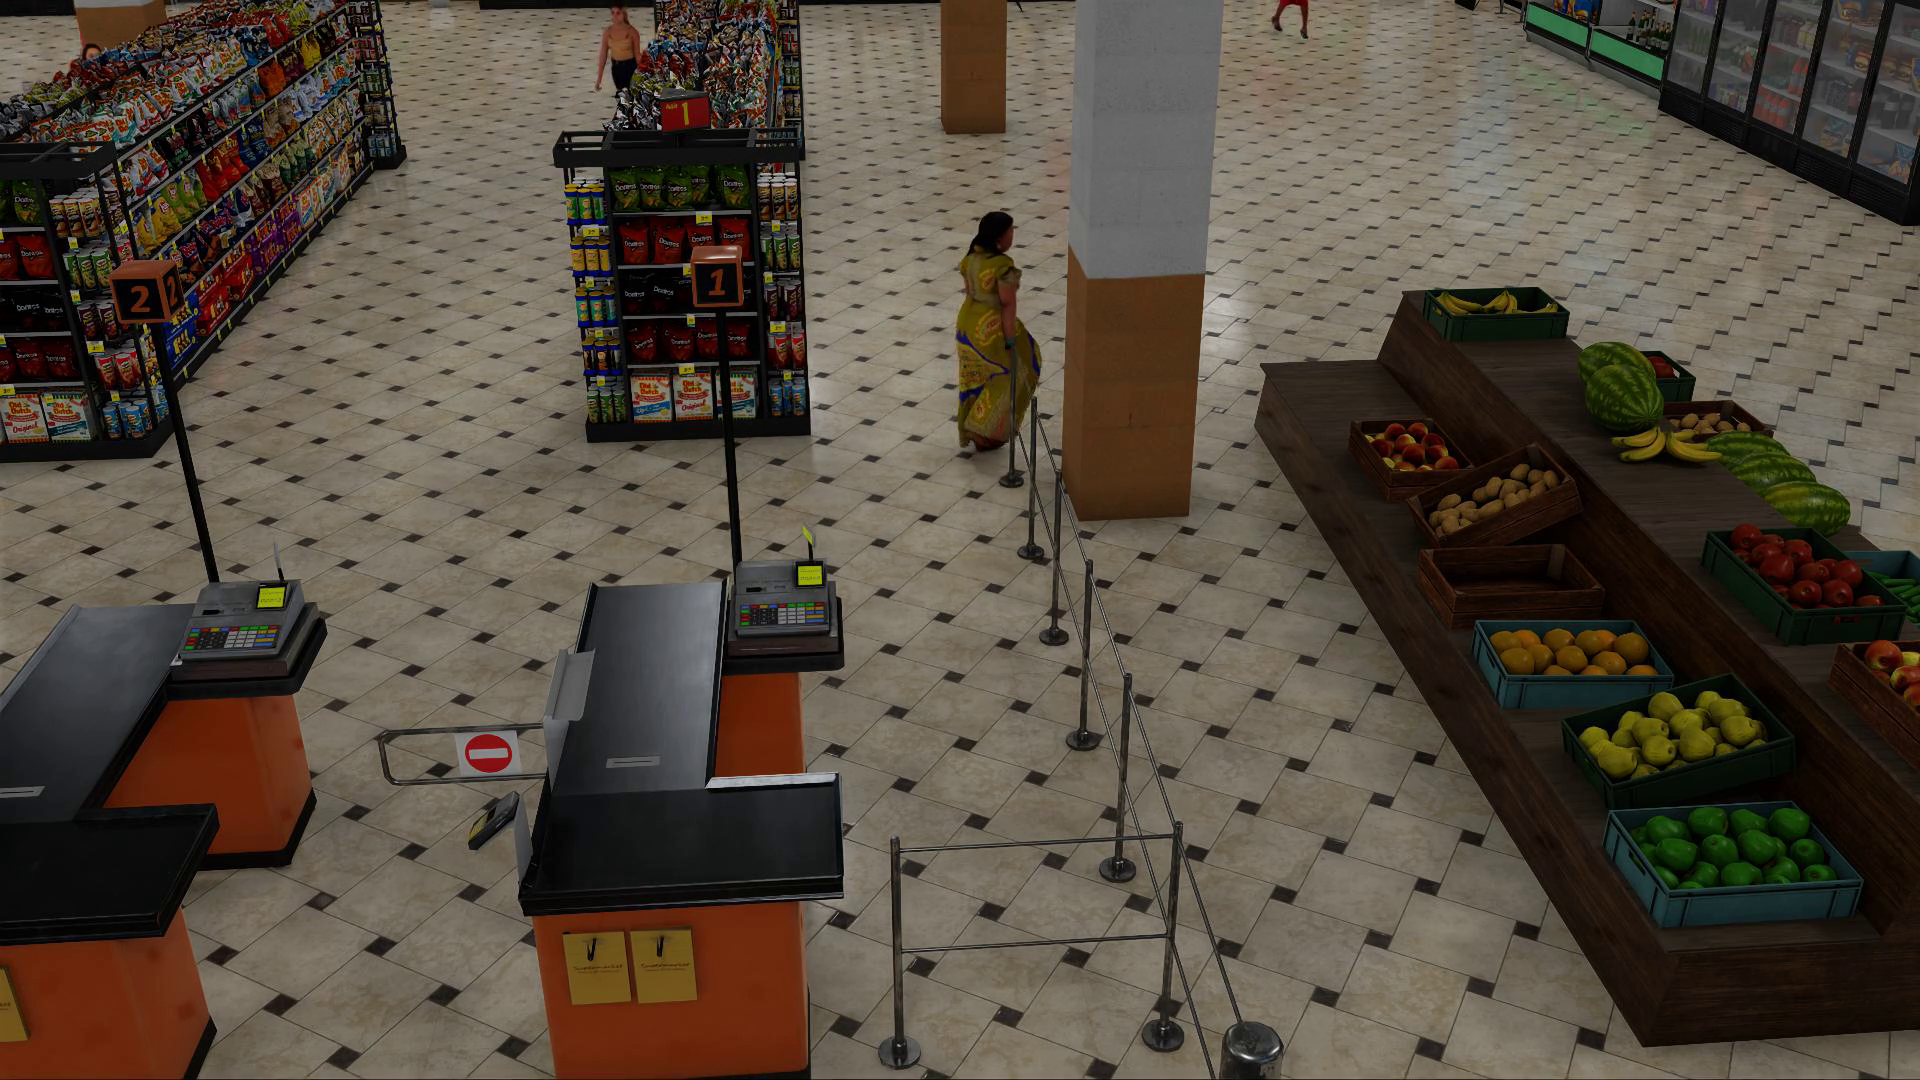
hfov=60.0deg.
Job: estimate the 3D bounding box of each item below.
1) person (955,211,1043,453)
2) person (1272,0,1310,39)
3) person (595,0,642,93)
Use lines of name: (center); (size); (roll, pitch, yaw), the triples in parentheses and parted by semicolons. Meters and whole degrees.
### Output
person: (0.128, -1.297, 10.773); (0.982, 1.645, 0.941); (-20, 33, -34)
person: (4.903, -8.257, 24.447); (0.900, 1.692, 1.207); (-15, 31, -27)
person: (-3.659, -5.121, 18.374); (0.925, 1.590, 1.158); (11, 29, 21)
